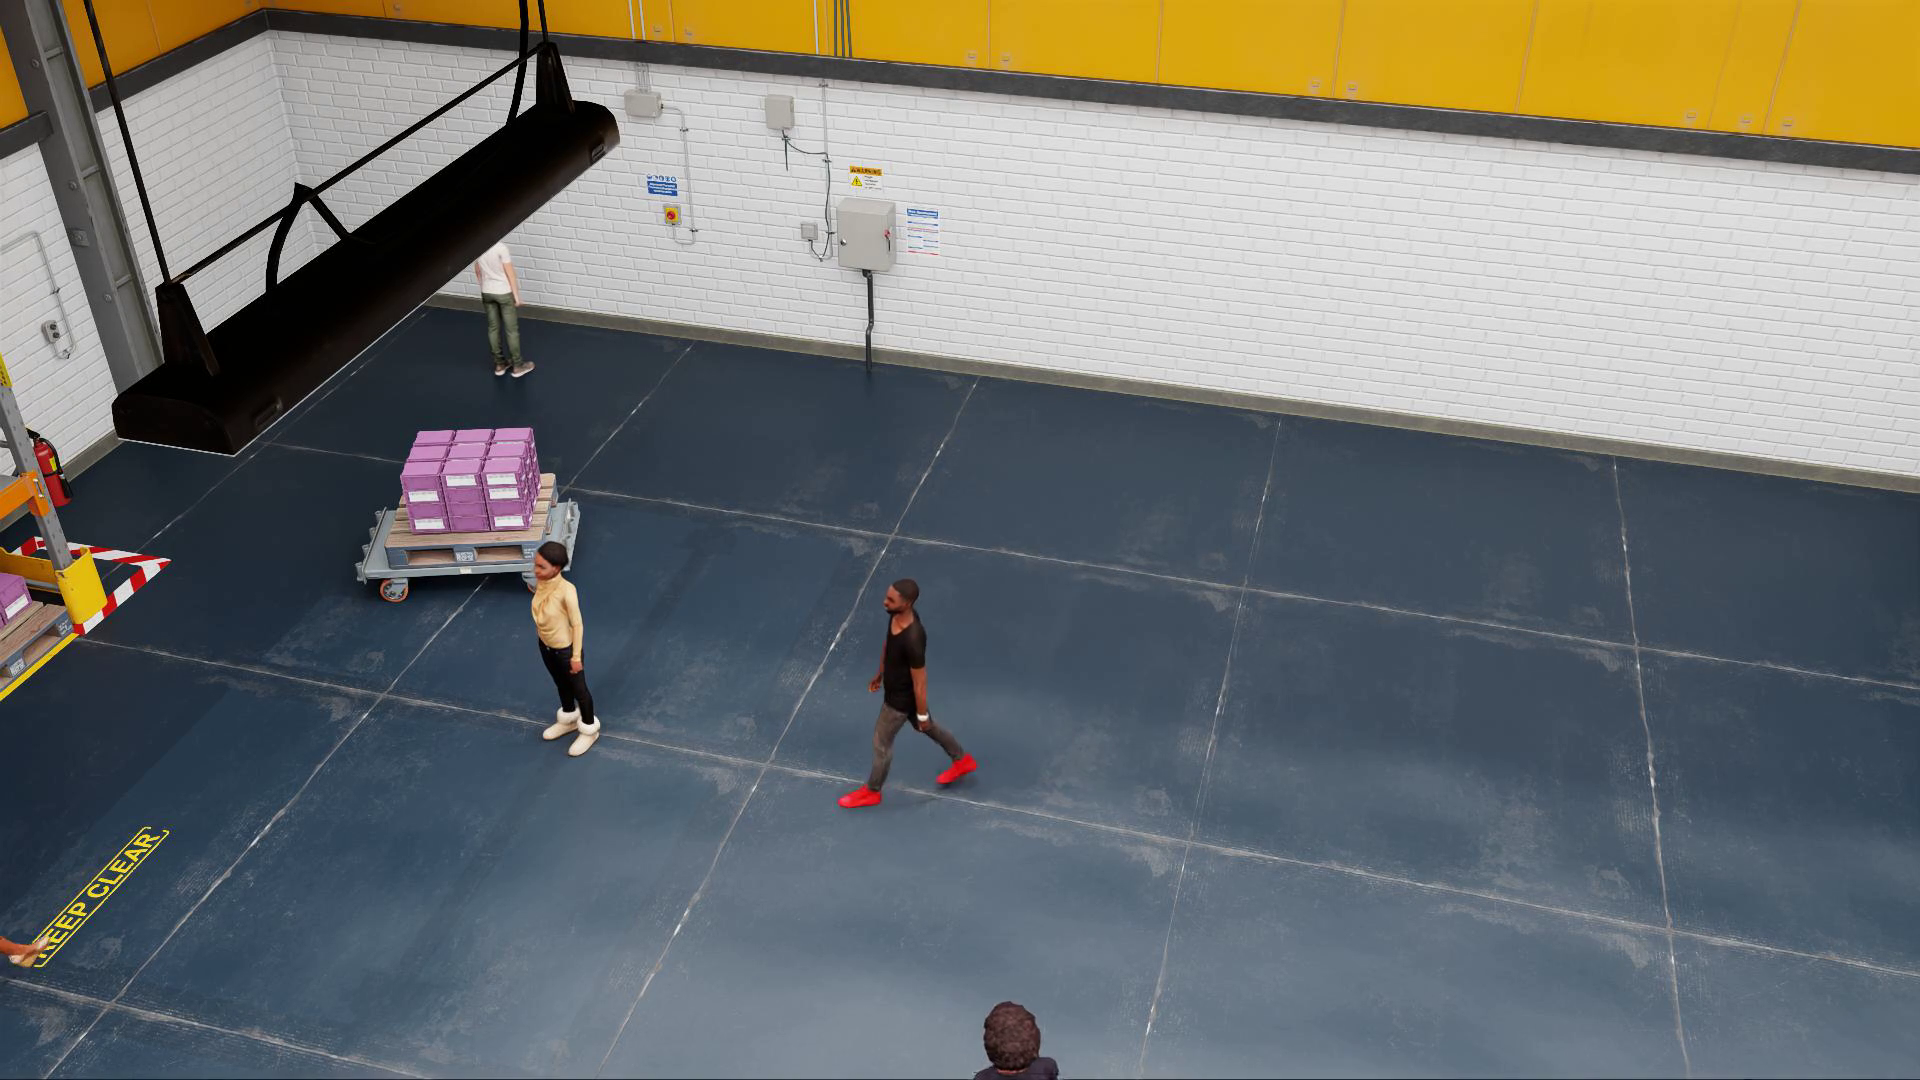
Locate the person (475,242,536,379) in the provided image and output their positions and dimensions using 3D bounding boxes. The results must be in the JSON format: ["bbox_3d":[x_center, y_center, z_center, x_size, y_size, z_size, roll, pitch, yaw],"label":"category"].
[{"bbox_3d":[-4.446,-2.368,16.024,0.579,1.653,0.549,10,35,15],"label":"person"}]

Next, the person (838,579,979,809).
[{"bbox_3d":[-0.267,0.981,10.878,1.049,1.773,1.231,-5,34,-8],"label":"person"}]

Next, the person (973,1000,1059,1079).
[{"bbox_3d":[0.293,2.945,7.917,0.900,1.779,1.103,-7,34,-10],"label":"person"}]

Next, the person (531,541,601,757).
[{"bbox_3d":[-2.722,0.716,11.381,0.677,1.656,0.692,25,41,33],"label":"person"}]
